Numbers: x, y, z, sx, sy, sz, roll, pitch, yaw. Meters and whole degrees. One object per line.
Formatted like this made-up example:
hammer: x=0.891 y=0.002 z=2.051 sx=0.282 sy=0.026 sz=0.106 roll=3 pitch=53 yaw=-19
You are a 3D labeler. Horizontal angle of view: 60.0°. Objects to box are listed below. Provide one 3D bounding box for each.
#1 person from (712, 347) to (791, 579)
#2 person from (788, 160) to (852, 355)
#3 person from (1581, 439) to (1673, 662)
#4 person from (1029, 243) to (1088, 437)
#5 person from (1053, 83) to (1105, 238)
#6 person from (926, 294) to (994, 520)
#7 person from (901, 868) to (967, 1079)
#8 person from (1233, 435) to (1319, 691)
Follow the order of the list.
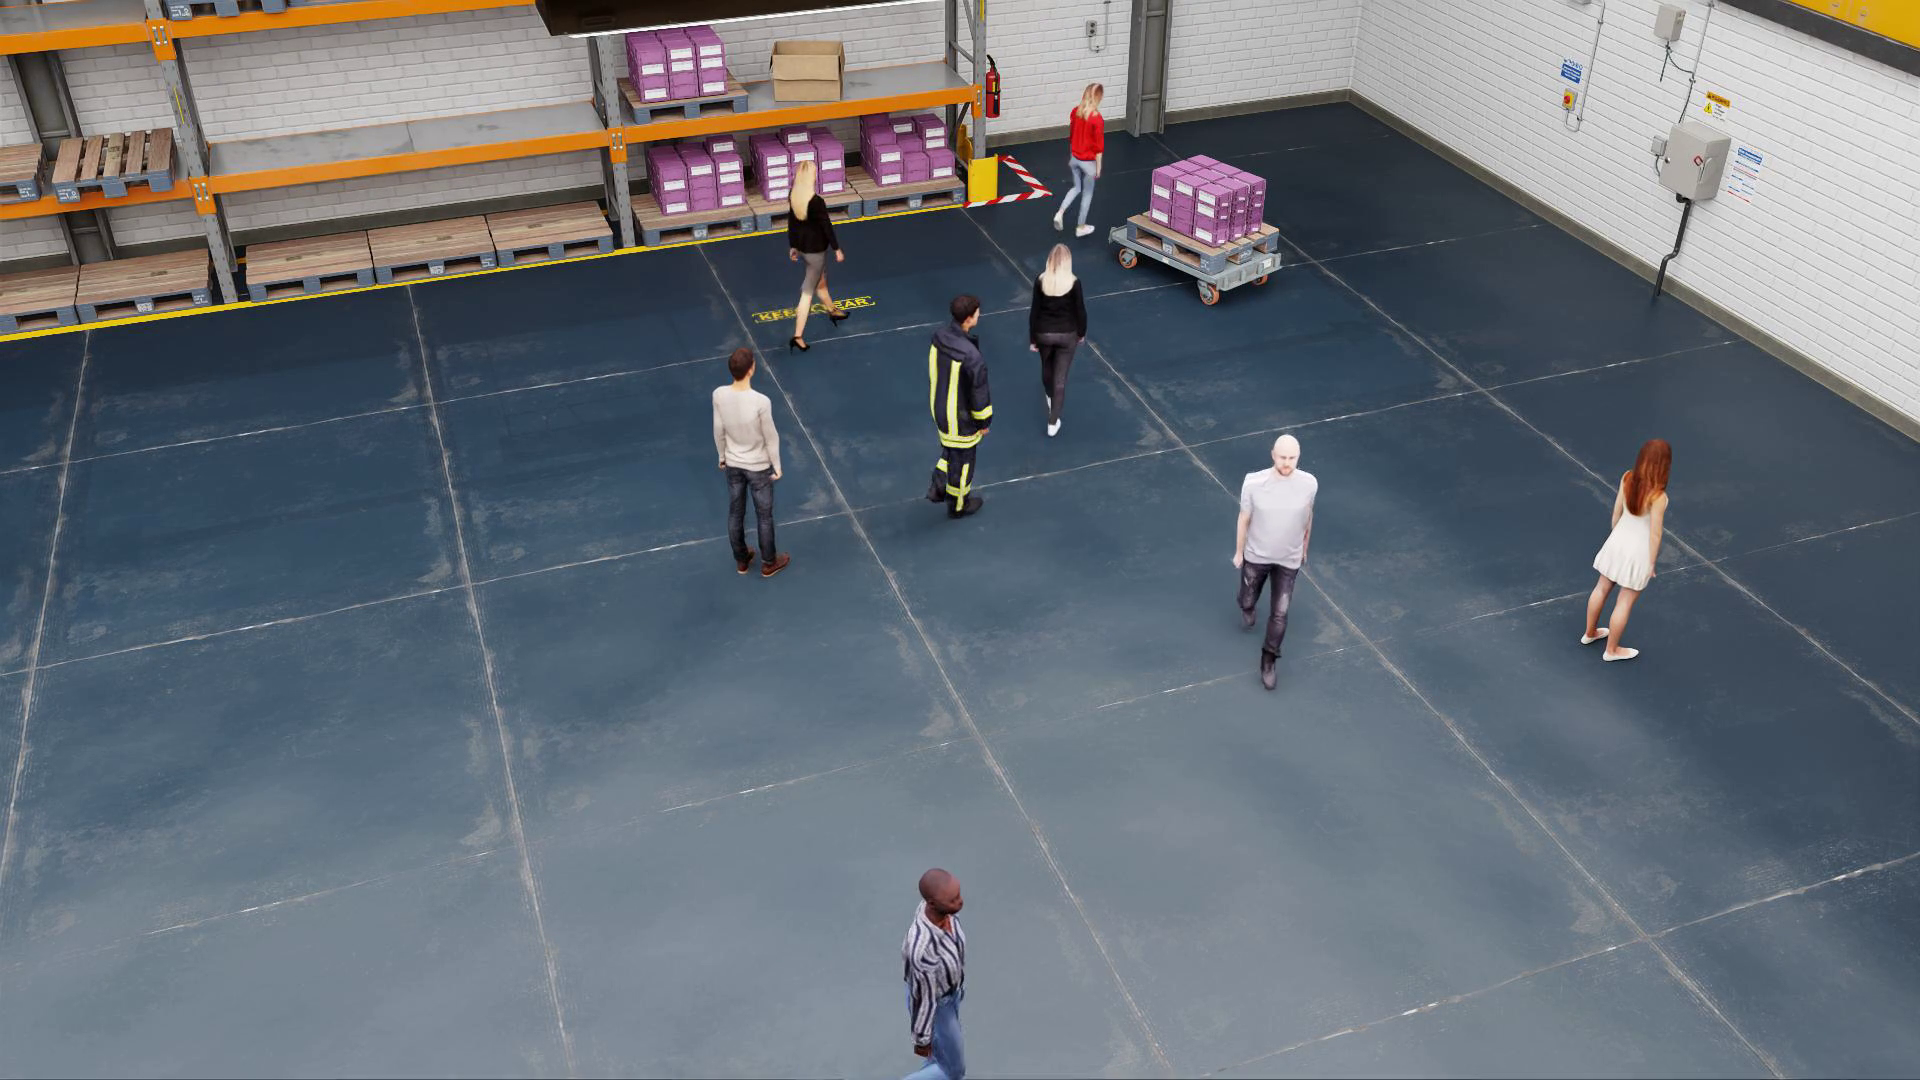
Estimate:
person: x=-1.561 y=-0.562 z=12.221 sx=0.715 sy=1.866 sz=0.801 roll=11 pitch=35 yaw=16
person: x=-1.427 y=-2.551 z=15.267 sx=1.149 sy=1.807 sz=0.895 roll=-28 pitch=43 yaw=-36
person: x=4.603 y=0.057 z=11.429 sx=0.531 sy=1.712 sz=0.567 roll=-14 pitch=36 yaw=-19
person: x=0.800 y=-1.651 z=14.046 sx=1.013 sy=1.659 sz=0.984 roll=6 pitch=34 yaw=9
person: x=1.258 y=-3.942 z=17.473 sx=0.786 sy=1.682 sz=0.896 roll=29 pitch=43 yaw=36
person: x=-0.085 y=-0.994 z=12.828 sx=0.819 sy=1.914 sz=0.872 roll=-21 pitch=39 yaw=-29
person: x=-0.212 y=2.243 z=8.075 sx=0.837 sy=1.783 sz=0.787 roll=4 pitch=34 yaw=7
person: x=2.121 y=0.060 z=11.336 sx=1.130 sy=1.810 sz=1.012 roll=2 pitch=34 yaw=2
